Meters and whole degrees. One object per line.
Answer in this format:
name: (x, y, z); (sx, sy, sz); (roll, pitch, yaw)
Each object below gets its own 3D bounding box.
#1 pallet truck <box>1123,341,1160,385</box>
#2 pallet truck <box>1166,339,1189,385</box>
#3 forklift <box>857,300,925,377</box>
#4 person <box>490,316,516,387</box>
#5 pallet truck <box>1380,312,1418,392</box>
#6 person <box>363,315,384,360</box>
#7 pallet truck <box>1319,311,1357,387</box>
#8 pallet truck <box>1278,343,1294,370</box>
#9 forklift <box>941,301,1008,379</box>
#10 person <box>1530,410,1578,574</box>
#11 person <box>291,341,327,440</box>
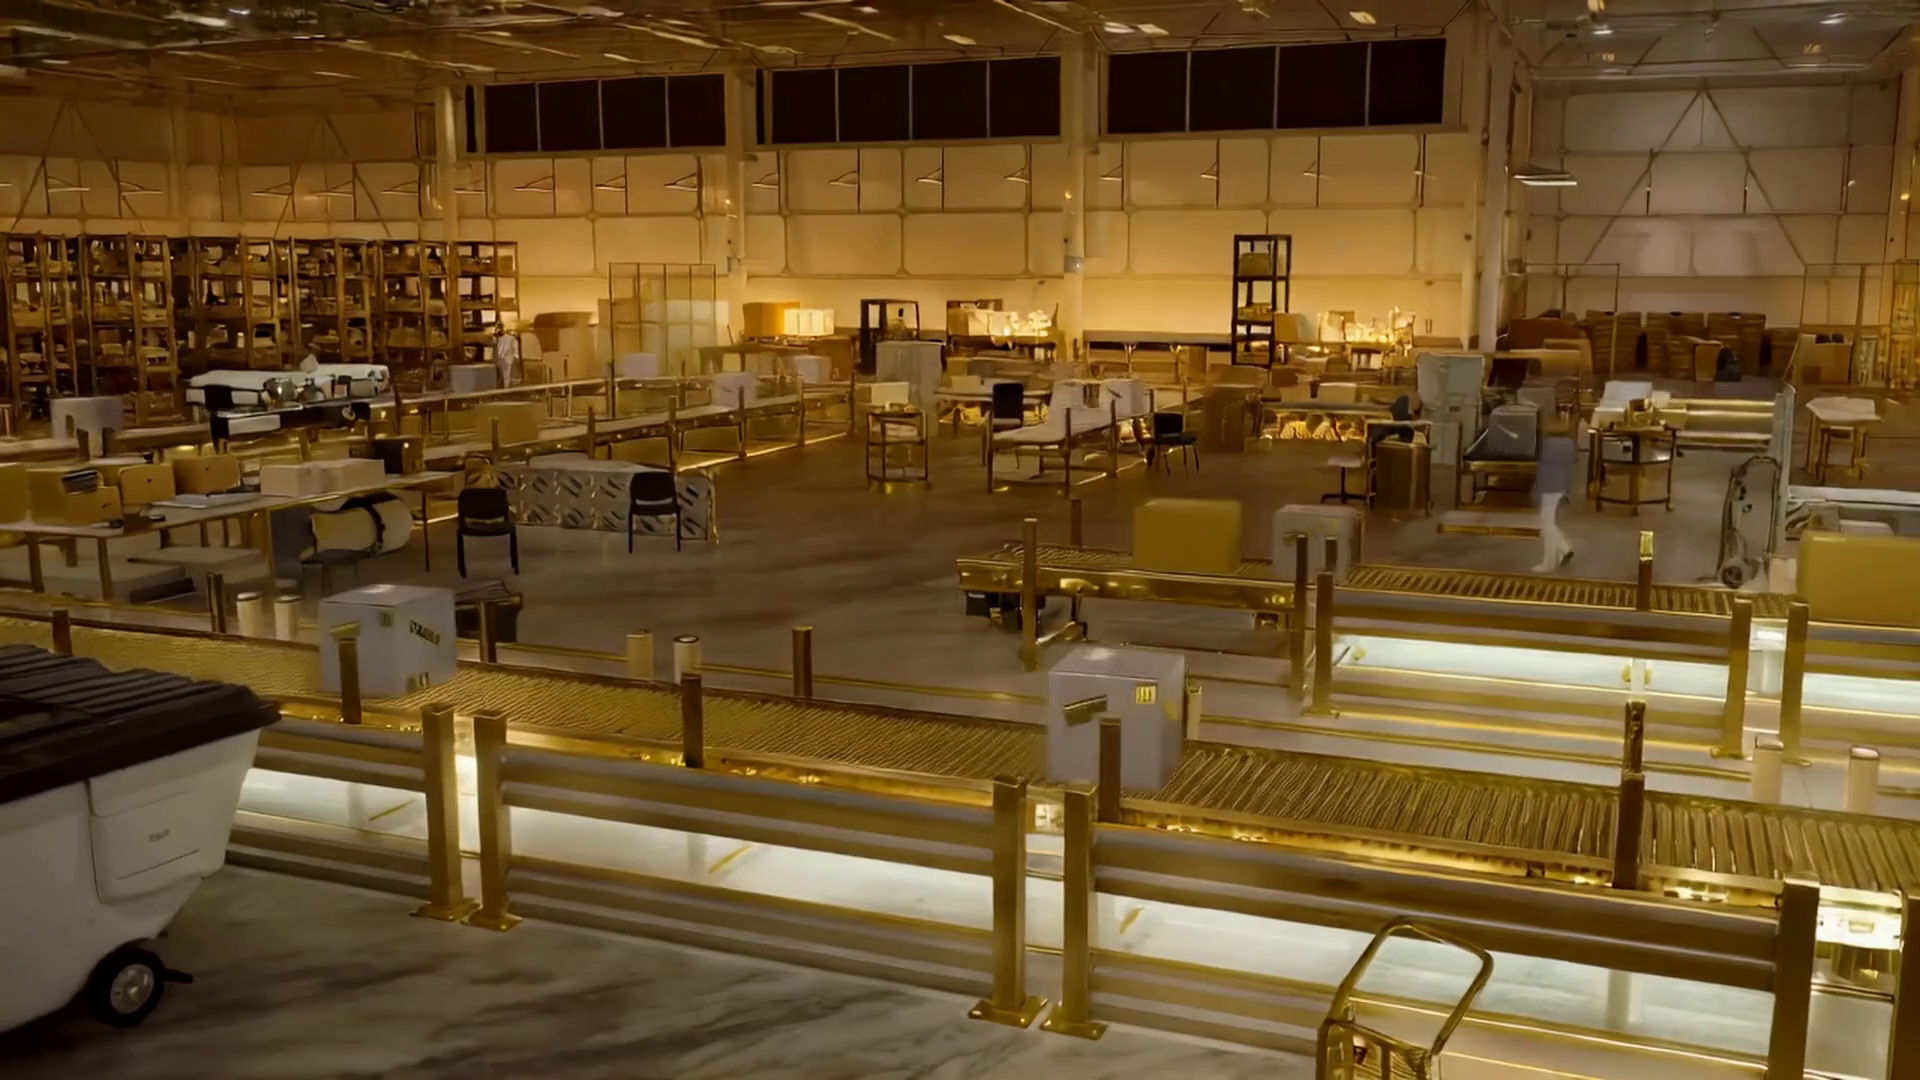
pallet truck: (4.445, -4.380, 41.279); (0.680, 1.201, 1.601); (4, 10, 22)
pallet truck: (5.418, -4.269, 40.420); (0.704, 1.261, 1.522); (3, 10, 20)
forklift: (-1.732, -5.109, 42.468); (1.157, 1.987, 2.680); (4, 10, 22)
person: (-8.987, -3.355, 32.608); (0.614, 2.041, 0.393); (6, 11, 31)
pallet truck: (10.207, -4.283, 38.369); (0.823, 1.965, 1.885); (3, 10, 20)
person: (-15.125, -5.012, 42.989); (1.060, 1.942, 0.603); (-9, 13, -42)
pallet truck: (9.071, -4.419, 39.190); (0.823, 1.965, 1.885); (5, 10, 26)
pallet truck: (7.886, -4.163, 39.743); (0.653, 1.274, 1.630); (4, 10, 22)
forklift: (0.365, -4.966, 41.571); (1.157, 1.987, 2.680); (3, 10, 20)
person: (5.827, -0.462, 16.323); (0.521, 1.618, 0.385); (-8, 12, -39)
person: (-11.248, -2.556, 28.709); (0.524, 1.736, 0.749); (6, 11, 31)
